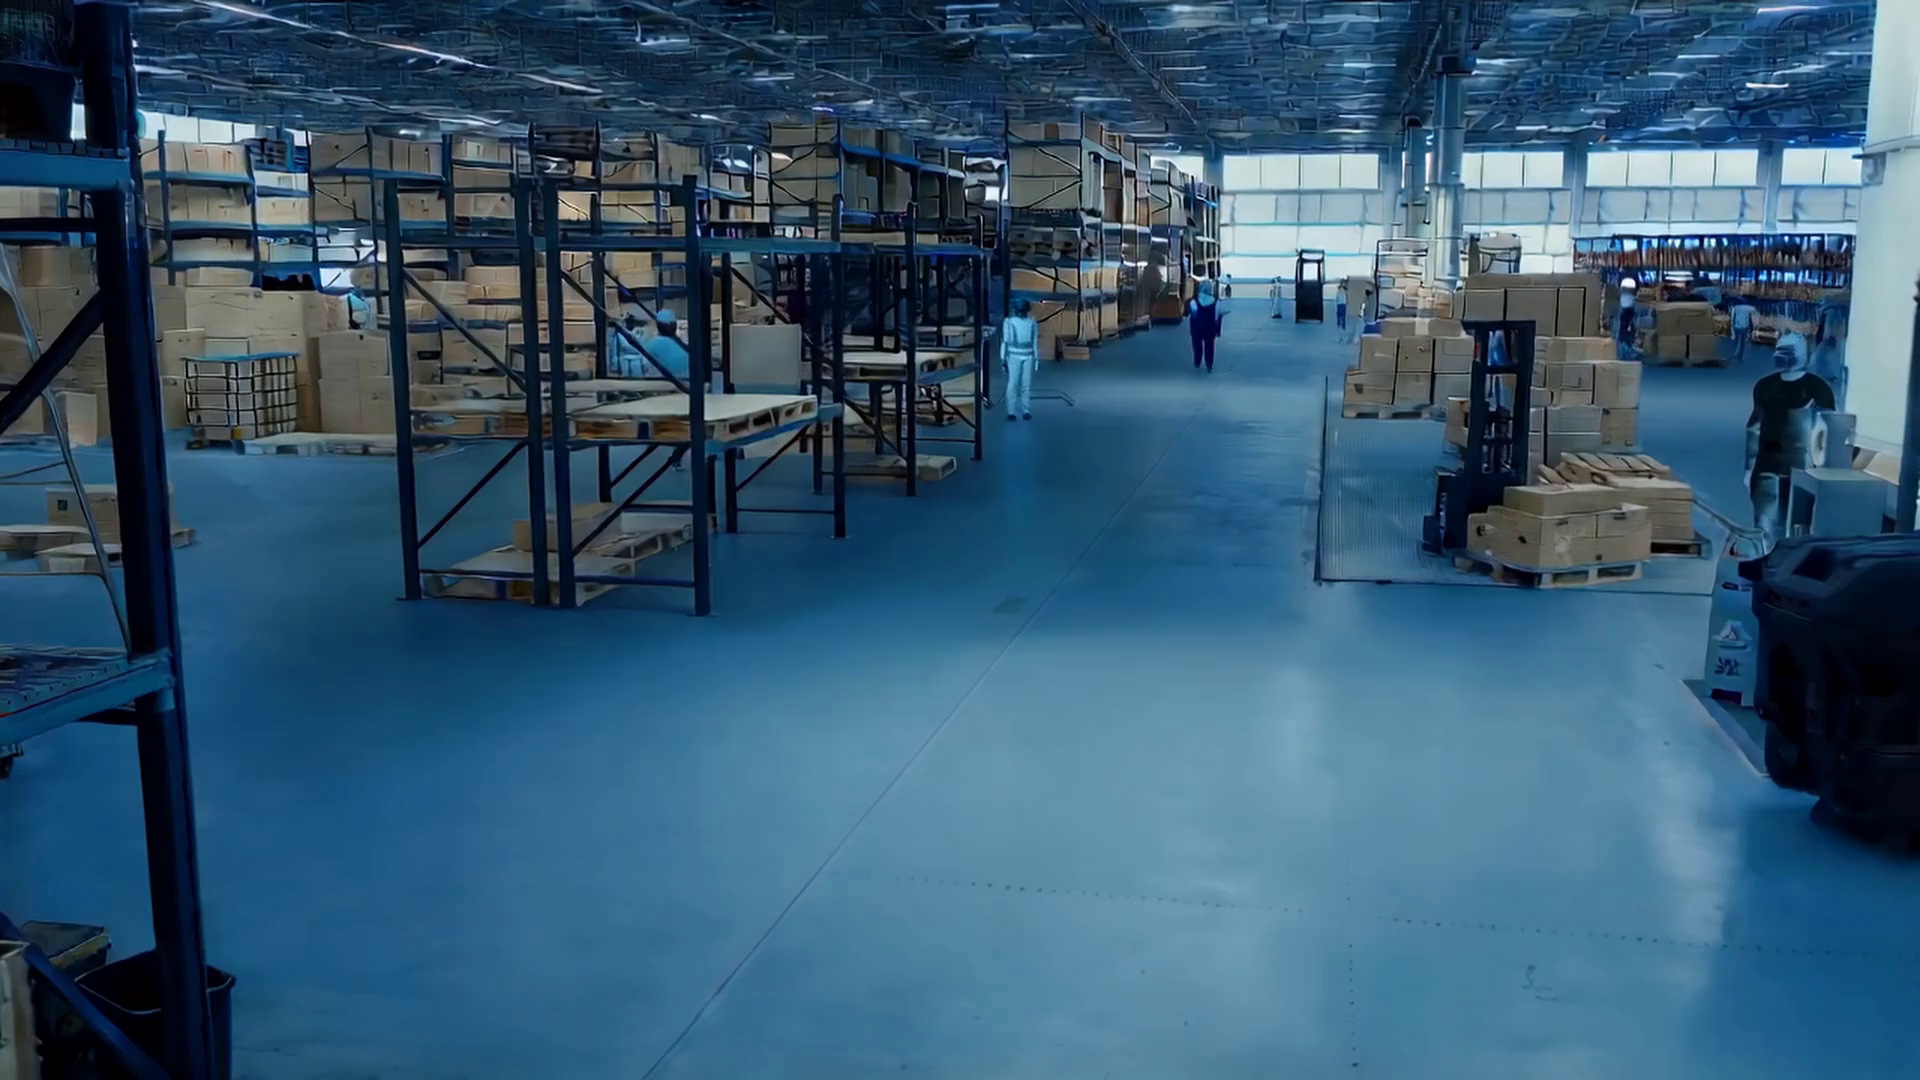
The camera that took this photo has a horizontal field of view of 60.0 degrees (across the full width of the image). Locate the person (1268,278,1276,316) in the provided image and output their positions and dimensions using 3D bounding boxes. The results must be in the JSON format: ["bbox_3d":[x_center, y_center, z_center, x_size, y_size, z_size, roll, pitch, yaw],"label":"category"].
[{"bbox_3d":[13.625,-10.492,71.864,0.553,1.671,0.683,-2,10,-13],"label":"person"}]

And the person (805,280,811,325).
[{"bbox_3d":[-5.615,-8.881,62.288,0.540,1.698,0.317,-3,10,-19],"label":"person"}]

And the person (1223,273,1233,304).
[{"bbox_3d":[14.775,-13.847,91.561,0.606,1.730,0.404,-6,11,-31],"label":"person"}]

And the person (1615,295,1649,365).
[{"bbox_3d":[15.206,-4.698,37.636,0.763,1.669,0.519,1,10,3],"label":"person"}]

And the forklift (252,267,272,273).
[{"bbox_3d":[-24.078,-8.626,57.286,1.873,2.768,1.129,8,12,38],"label":"forklift"}]

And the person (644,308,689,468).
[{"bbox_3d":[-3.425,-1.795,19.750,0.593,1.903,0.792,-5,11,-27],"label":"person"}]

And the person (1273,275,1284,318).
[{"bbox_3d":[13.450,-10.287,70.262,0.404,1.822,0.589,-5,11,-26],"label":"person"}]

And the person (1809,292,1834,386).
[{"bbox_3d":[16.777,-3.913,32.459,0.694,1.845,0.540,5,11,27],"label":"person"}]

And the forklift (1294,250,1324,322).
[{"bbox_3d":[13.778,-10.002,65.433,1.129,2.768,1.873,2,10,12],"label":"forklift"}]

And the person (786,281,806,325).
[{"bbox_3d":[-3.825,-5.005,38.521,0.585,1.970,0.650,8,12,38],"label":"person"}]

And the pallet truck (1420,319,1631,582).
[{"bbox_3d":[4.543,-0.757,13.299,0.823,1.965,1.885,-4,10,-22],"label":"pallet truck"}]

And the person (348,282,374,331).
[{"bbox_3d":[-14.916,-5.463,41.438,0.591,1.910,0.387,-6,11,-31],"label":"person"}]

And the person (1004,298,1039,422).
[{"bbox_3d":[0.940,-2.747,25.424,0.575,1.883,0.362,-5,11,-25],"label":"person"}]

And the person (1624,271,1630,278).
[{"bbox_3d":[32.305,-12.094,80.574,0.389,1.949,0.604,5,11,28],"label":"person"}]

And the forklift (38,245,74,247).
[{"bbox_3d":[-23.605,-6.323,43.651,1.873,2.768,1.129,2,10,11],"label":"forklift"}]

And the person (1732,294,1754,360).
[{"bbox_3d":[19.233,-5.224,40.854,0.498,1.625,0.444,2,10,10],"label":"person"}]

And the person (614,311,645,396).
[{"bbox_3d":[-5.310,-2.850,26.753,0.512,1.641,0.307,-5,11,-25],"label":"person"}]

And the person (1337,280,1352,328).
[{"bbox_3d":[13.845,-8.509,59.944,0.528,1.743,0.735,3,10,15],"label":"person"}]

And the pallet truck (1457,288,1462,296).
[{"bbox_3d":[20.506,-9.785,68.819,0.653,1.274,1.630,2,10,12],"label":"pallet truck"}]

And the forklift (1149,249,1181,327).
[{"bbox_3d":[7.154,-9.252,60.995,1.873,2.768,1.129,2,10,12],"label":"forklift"}]

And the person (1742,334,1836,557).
[{"bbox_3d":[5.952,-0.511,12.018,0.371,1.940,0.627,-5,11,-29],"label":"person"}]

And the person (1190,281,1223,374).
[{"bbox_3d":[5.295,-4.589,35.864,0.699,2.000,0.961,2,10,12],"label":"person"}]

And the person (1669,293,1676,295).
[{"bbox_3d":[34.615,-12.044,80.609,0.403,1.837,0.591,-4,11,-25],"label":"person"}]
